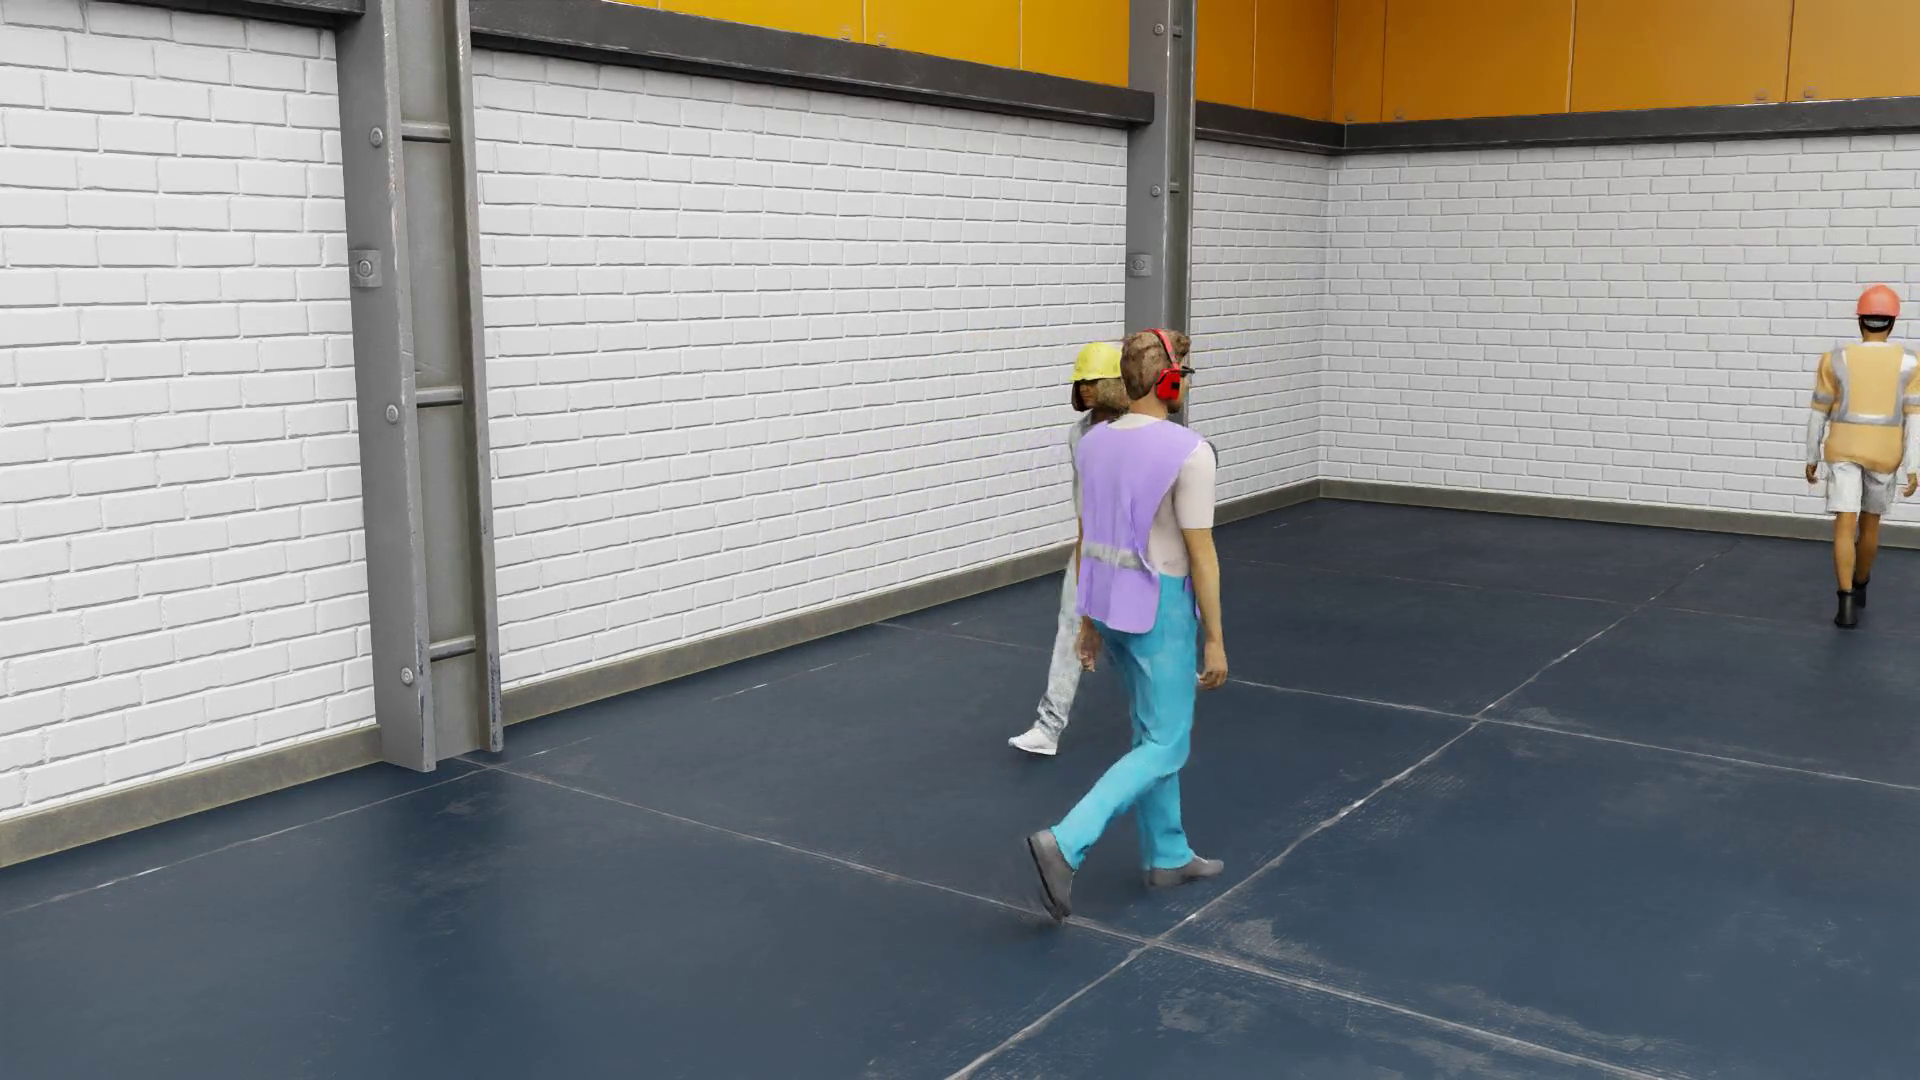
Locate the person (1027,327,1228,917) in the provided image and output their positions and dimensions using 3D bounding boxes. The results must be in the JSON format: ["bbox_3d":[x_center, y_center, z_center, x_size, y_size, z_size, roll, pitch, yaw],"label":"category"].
[{"bbox_3d":[0.541,0.259,5.153,0.772,1.822,0.577,-6,11,-30],"label":"person"}]

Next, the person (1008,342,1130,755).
[{"bbox_3d":[0.618,0.041,6.820,0.916,1.694,0.495,-9,13,-44],"label":"person"}]

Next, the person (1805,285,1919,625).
[{"bbox_3d":[5.104,-0.487,9.413,0.563,1.886,0.986,4,10,24],"label":"person"}]
